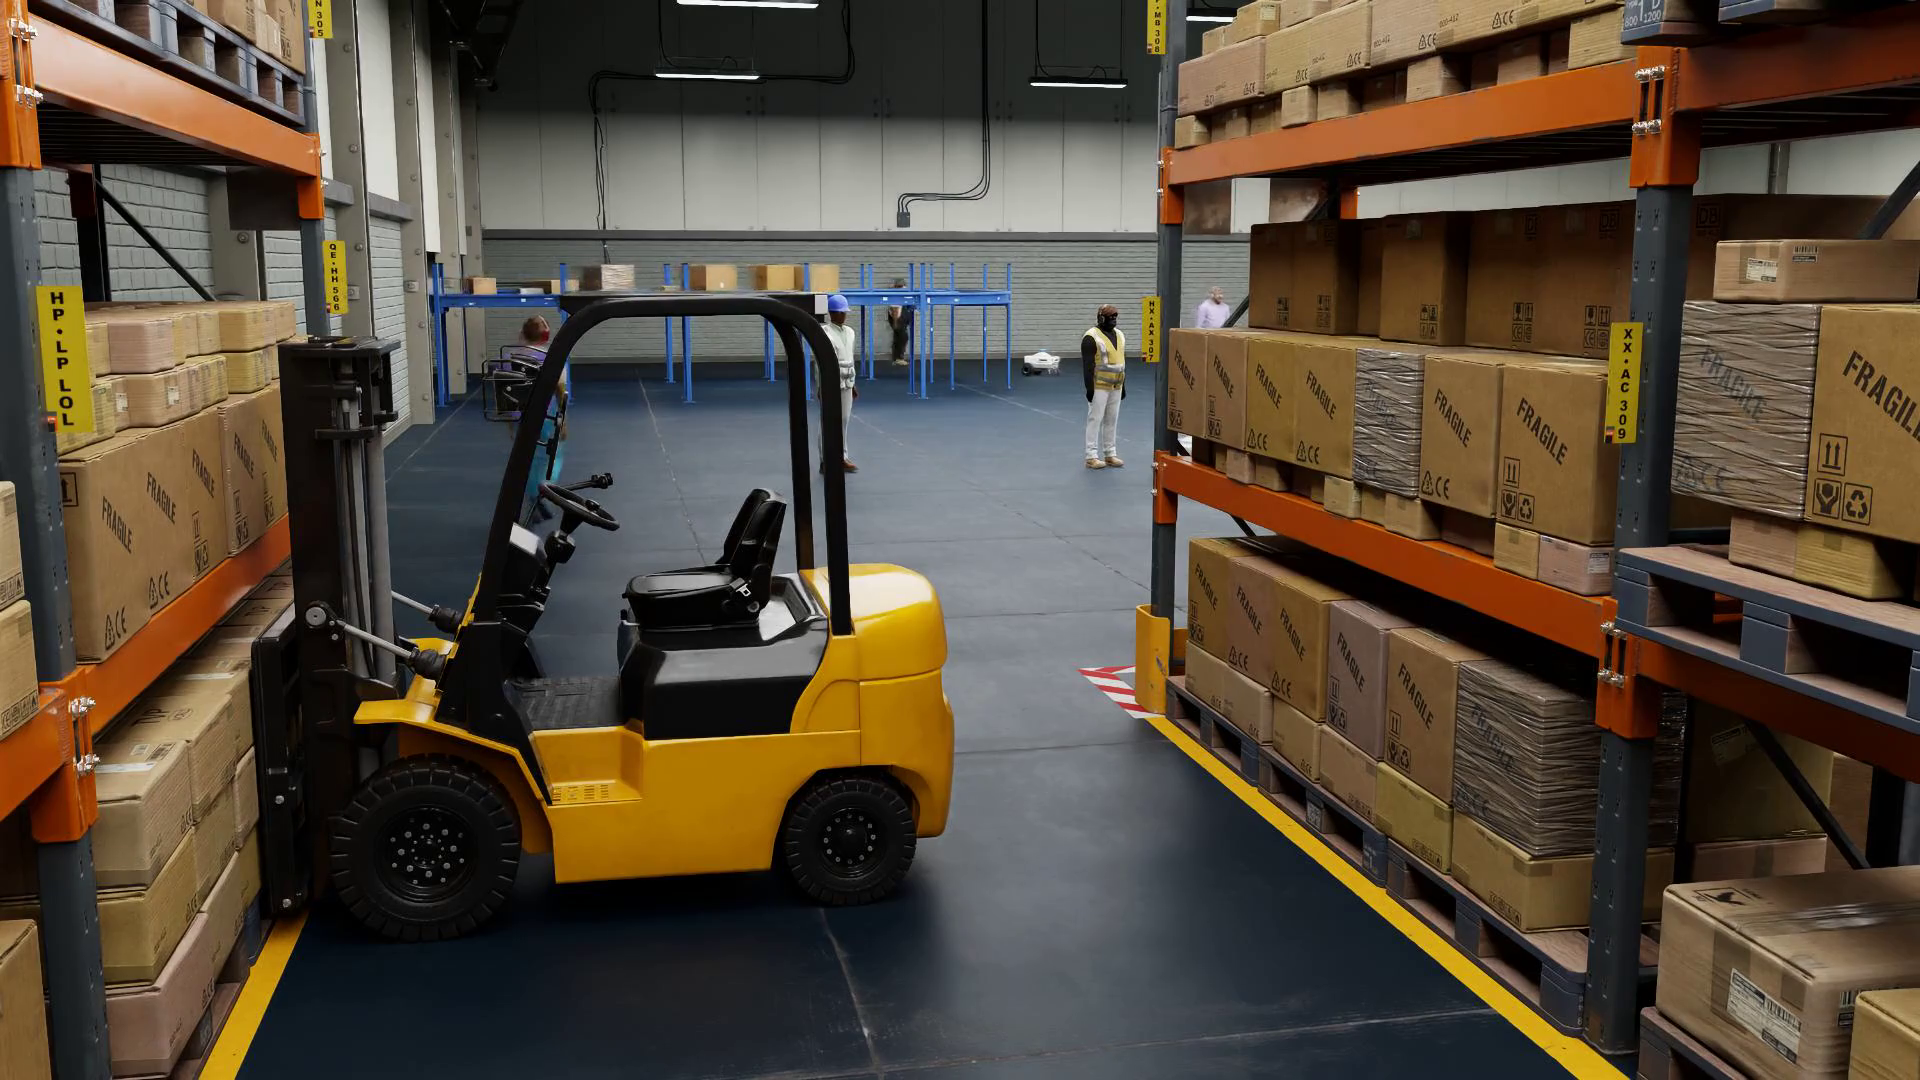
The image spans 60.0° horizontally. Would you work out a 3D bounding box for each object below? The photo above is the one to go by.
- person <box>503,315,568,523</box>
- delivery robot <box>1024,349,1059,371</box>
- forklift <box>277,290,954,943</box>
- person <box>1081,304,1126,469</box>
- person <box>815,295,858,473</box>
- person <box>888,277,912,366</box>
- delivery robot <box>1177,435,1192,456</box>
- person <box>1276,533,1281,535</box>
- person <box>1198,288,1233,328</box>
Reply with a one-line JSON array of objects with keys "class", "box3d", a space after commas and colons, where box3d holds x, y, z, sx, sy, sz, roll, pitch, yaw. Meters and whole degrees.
[{"class": "person", "box3d": [-3.713, -1.046, 14.575, 0.563, 1.831, 0.493, 0, 9, 2]}, {"class": "delivery robot", "box3d": [1.702, -3.728, 34.630, 0.707, 0.478, 0.477, 5, 11, 30]}, {"class": "forklift", "box3d": [-1.179, 0.175, 6.143, 2.313, 2.155, 1.214, -2, 10, -12]}, {"class": "person", "box3d": [1.643, -1.733, 18.759, 0.619, 1.836, 0.431, -9, 13, -42]}, {"class": "person", "box3d": [-1.346, -1.708, 18.240, 0.397, 1.946, 0.617, 7, 12, 37]}, {"class": "person", "box3d": [-1.326, -4.985, 38.064, 0.615, 2.000, 0.699, 1, 9, 7]}, {"class": "delivery robot", "box3d": [2.484, -0.925, 17.533, 0.477, 0.478, 0.707, -6, 11, -35]}, {"class": "person", "box3d": [2.206, -0.479, 10.602, 0.626, 2.012, 0.962, 4, 10, 22]}, {"class": "person", "box3d": [4.894, -3.858, 31.616, 0.674, 1.851, 0.980, -4, 10, -25]}]
